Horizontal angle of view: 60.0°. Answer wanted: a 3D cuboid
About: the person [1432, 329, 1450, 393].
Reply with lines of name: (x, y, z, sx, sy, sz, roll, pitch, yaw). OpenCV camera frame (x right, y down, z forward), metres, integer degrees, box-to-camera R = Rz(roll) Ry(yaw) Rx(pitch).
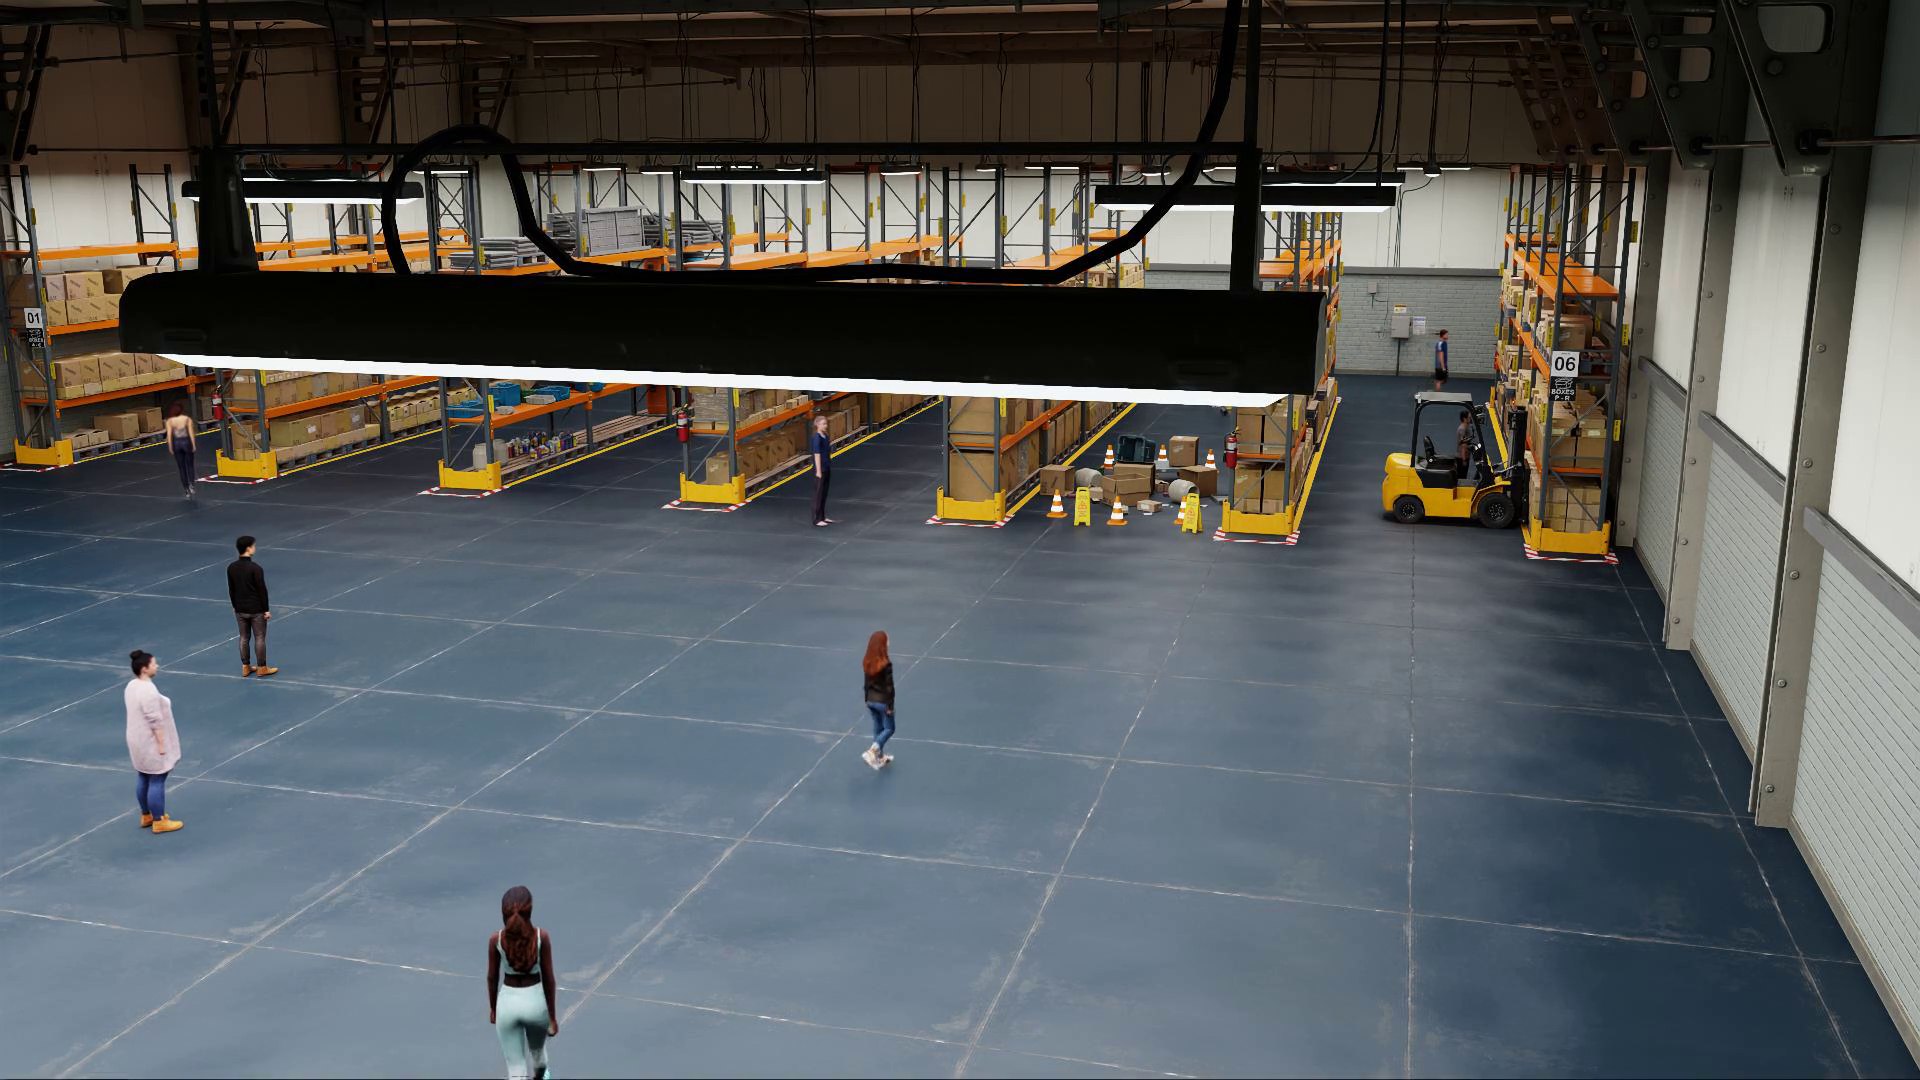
person: (12.270, -4.474, 42.641, 0.847, 1.858, 0.802, 8, 15, 30)

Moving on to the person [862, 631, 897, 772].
person: (-0.860, 1.659, 17.011, 0.736, 1.472, 0.858, 10, 17, 38)

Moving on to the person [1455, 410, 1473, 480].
person: (9.025, -1.467, 29.885, 0.678, 1.754, 0.480, 3, 13, 13)

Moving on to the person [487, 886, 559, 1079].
person: (-2.772, 3.060, 10.510, 0.909, 1.676, 1.172, -3, 13, -12)

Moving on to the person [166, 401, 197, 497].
person: (-14.393, -1.672, 30.796, 0.927, 1.743, 1.014, -6, 15, -26)

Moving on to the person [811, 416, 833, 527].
person: (-2.380, -1.201, 28.483, 0.723, 1.870, 0.475, 4, 14, 16)

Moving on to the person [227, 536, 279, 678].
person: (-8.613, 0.799, 20.173, 0.646, 1.722, 0.506, 3, 13, 14)

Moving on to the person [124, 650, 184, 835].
person: (-7.577, 1.863, 15.533, 0.805, 1.743, 0.796, -13, 18, -43)
